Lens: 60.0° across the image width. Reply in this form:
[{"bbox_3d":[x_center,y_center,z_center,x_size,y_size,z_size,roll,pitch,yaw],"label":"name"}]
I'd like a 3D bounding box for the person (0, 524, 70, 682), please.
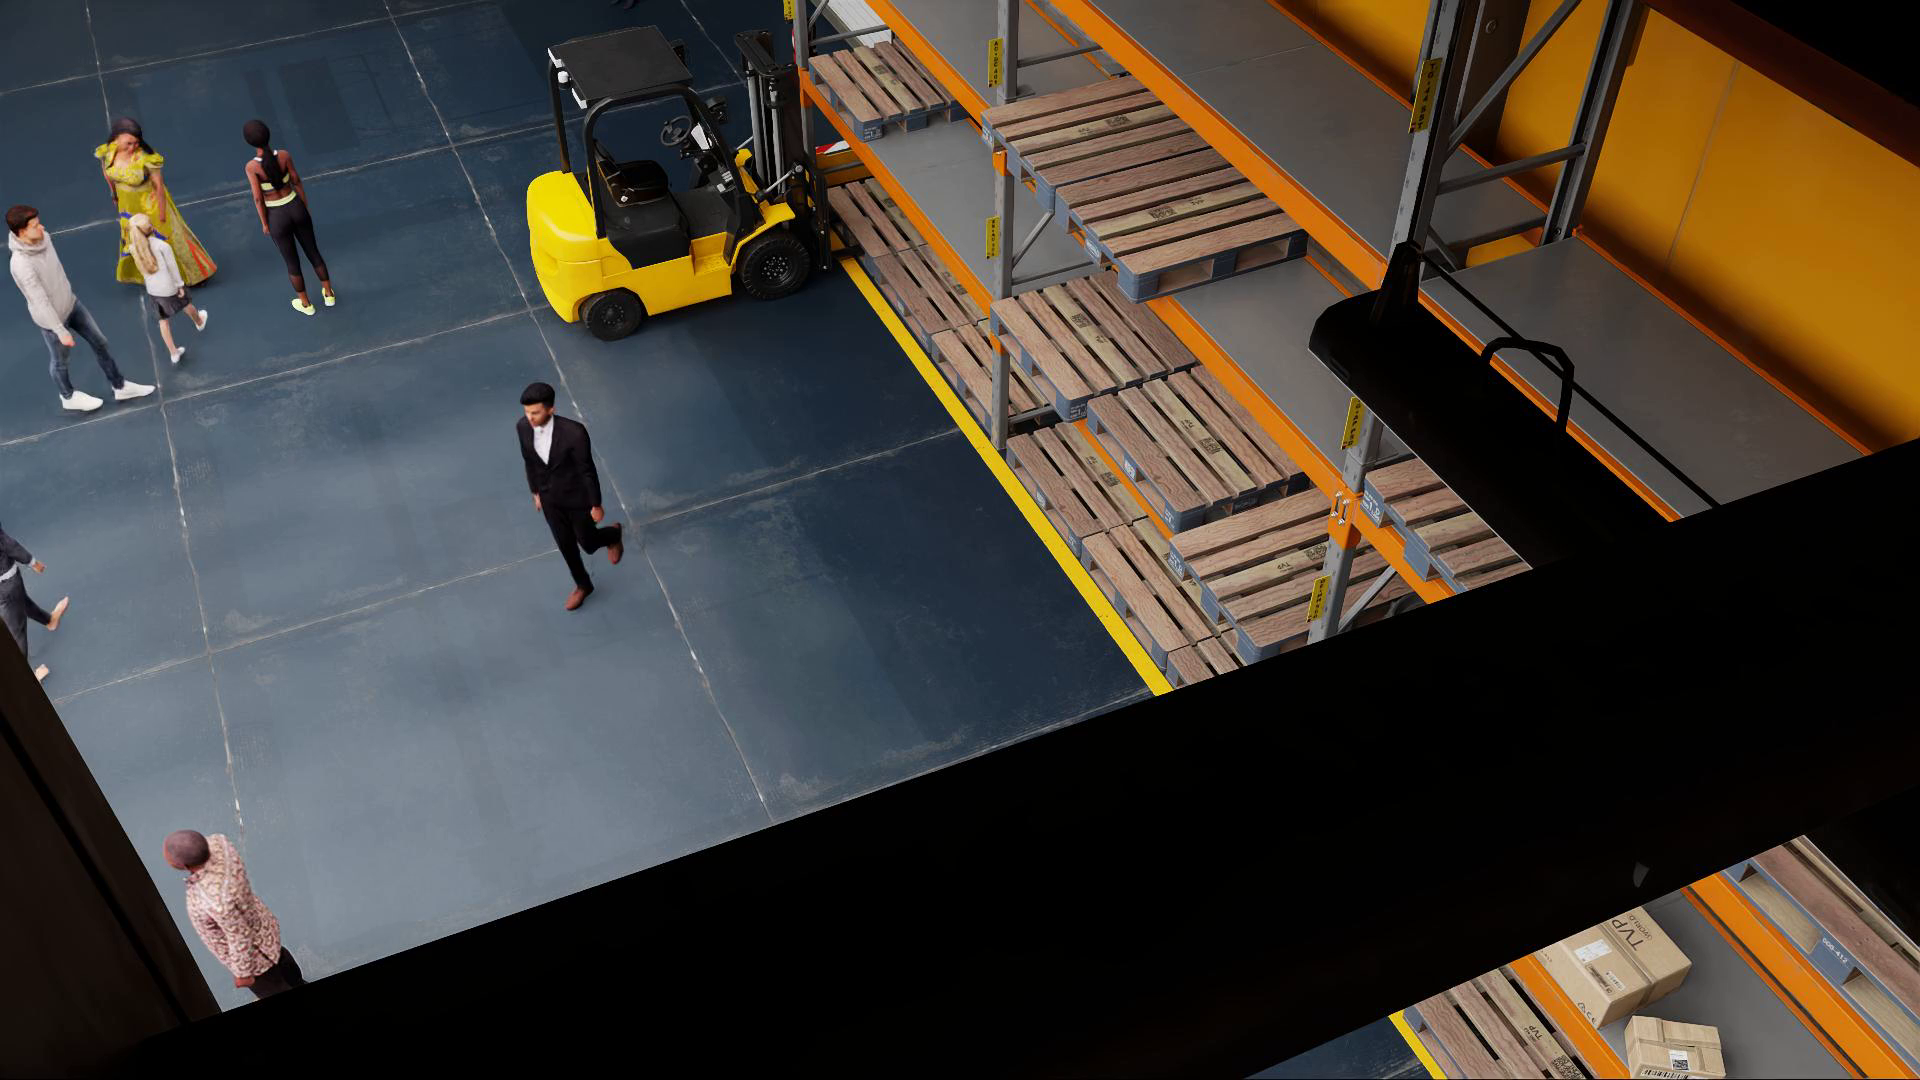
[{"bbox_3d":[-6.223,0.290,10.626,0.999,1.734,1.107,10,45,11],"label":"person"}]

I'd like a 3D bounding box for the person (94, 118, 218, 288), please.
[{"bbox_3d":[-6.904,-2.839,13.986,1.029,1.629,0.998,14,45,14],"label":"person"}]

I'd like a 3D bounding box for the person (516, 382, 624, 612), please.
[{"bbox_3d":[-2.595,-0.365,11.217,1.010,1.866,1.071,14,45,14],"label":"person"}]

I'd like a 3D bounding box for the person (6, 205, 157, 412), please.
[{"bbox_3d":[-6.977,-1.737,12.686,1.008,1.826,1.031,0,44,0],"label":"person"}]

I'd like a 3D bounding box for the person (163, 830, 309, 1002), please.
[{"bbox_3d":[-3.734,2.071,8.702,0.754,1.808,0.520,-16,46,-16],"label":"person"}]

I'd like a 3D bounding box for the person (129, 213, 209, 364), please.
[{"bbox_3d":[-6.438,-2.011,13.398,0.703,1.241,0.943,-3,44,-3],"label":"person"}]

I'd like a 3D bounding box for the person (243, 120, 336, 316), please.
[{"bbox_3d":[-5.535,-2.650,13.696,0.614,1.755,0.591,-31,52,-28],"label":"person"}]

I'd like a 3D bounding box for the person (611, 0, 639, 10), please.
[{"bbox_3d":[-3.696,-6.556,17.871,0.618,1.652,0.718,23,48,22],"label":"person"}]
